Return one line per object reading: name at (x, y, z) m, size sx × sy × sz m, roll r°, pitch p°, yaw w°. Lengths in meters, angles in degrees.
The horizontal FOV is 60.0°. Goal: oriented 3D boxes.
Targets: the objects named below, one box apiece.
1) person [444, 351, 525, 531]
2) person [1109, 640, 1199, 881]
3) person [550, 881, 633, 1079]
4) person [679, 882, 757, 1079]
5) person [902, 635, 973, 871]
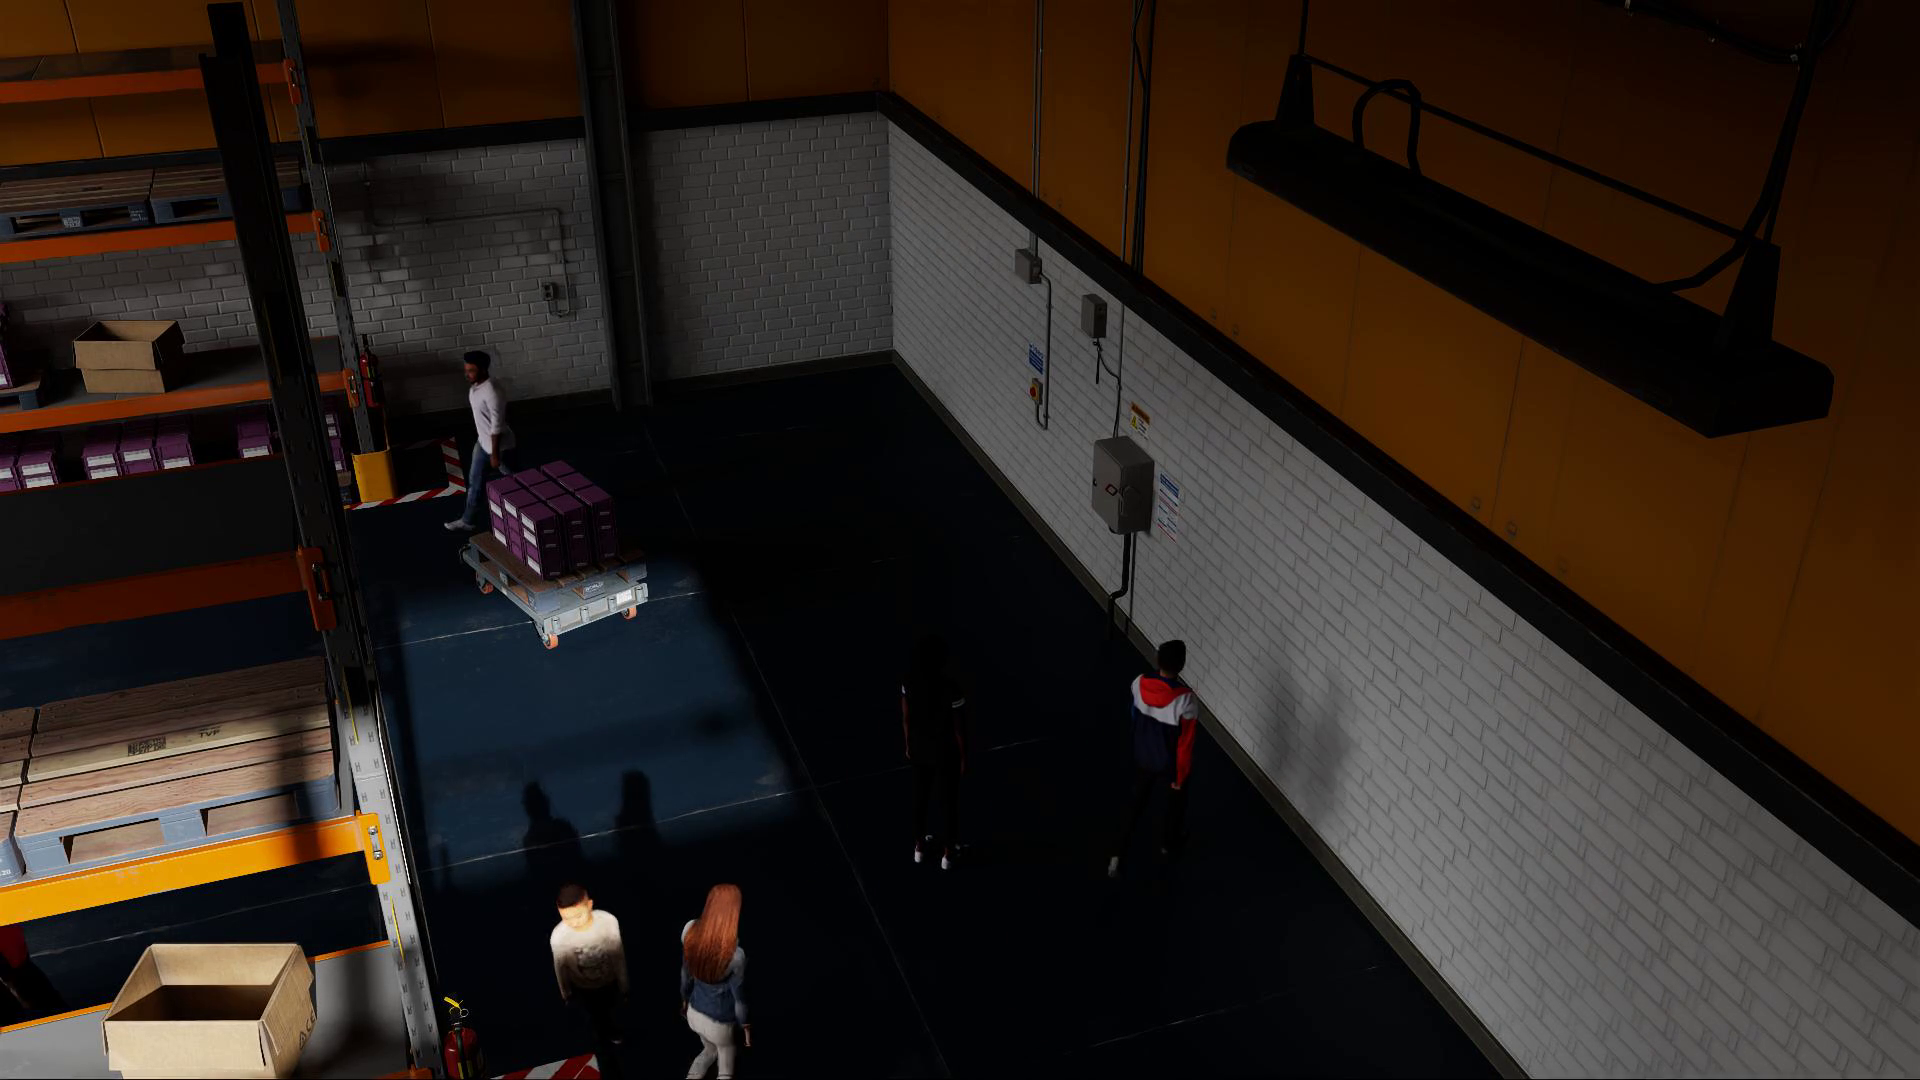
person at (-4.076, -0.883, 14.925) m, size 1.246 × 1.750 × 0.880 m, roll -19°, pitch 34°, yaw -31°
person at (1.235, 1.436, 10.692) m, size 1.038 × 1.733 × 1.175 m, roll 18°, pitch 33°, yaw 30°
person at (-2.030, 2.395, 9.251) m, size 0.964 × 1.430 × 0.735 m, roll -19°, pitch 34°, yaw -31°
person at (-1.324, 2.558, 8.693) m, size 0.826 × 1.677 × 0.920 m, roll 21°, pitch 35°, yaw 33°
person at (-0.162, 1.372, 10.807) m, size 0.708 × 1.736 × 0.762 m, roll 14°, pitch 32°, yaw 24°
